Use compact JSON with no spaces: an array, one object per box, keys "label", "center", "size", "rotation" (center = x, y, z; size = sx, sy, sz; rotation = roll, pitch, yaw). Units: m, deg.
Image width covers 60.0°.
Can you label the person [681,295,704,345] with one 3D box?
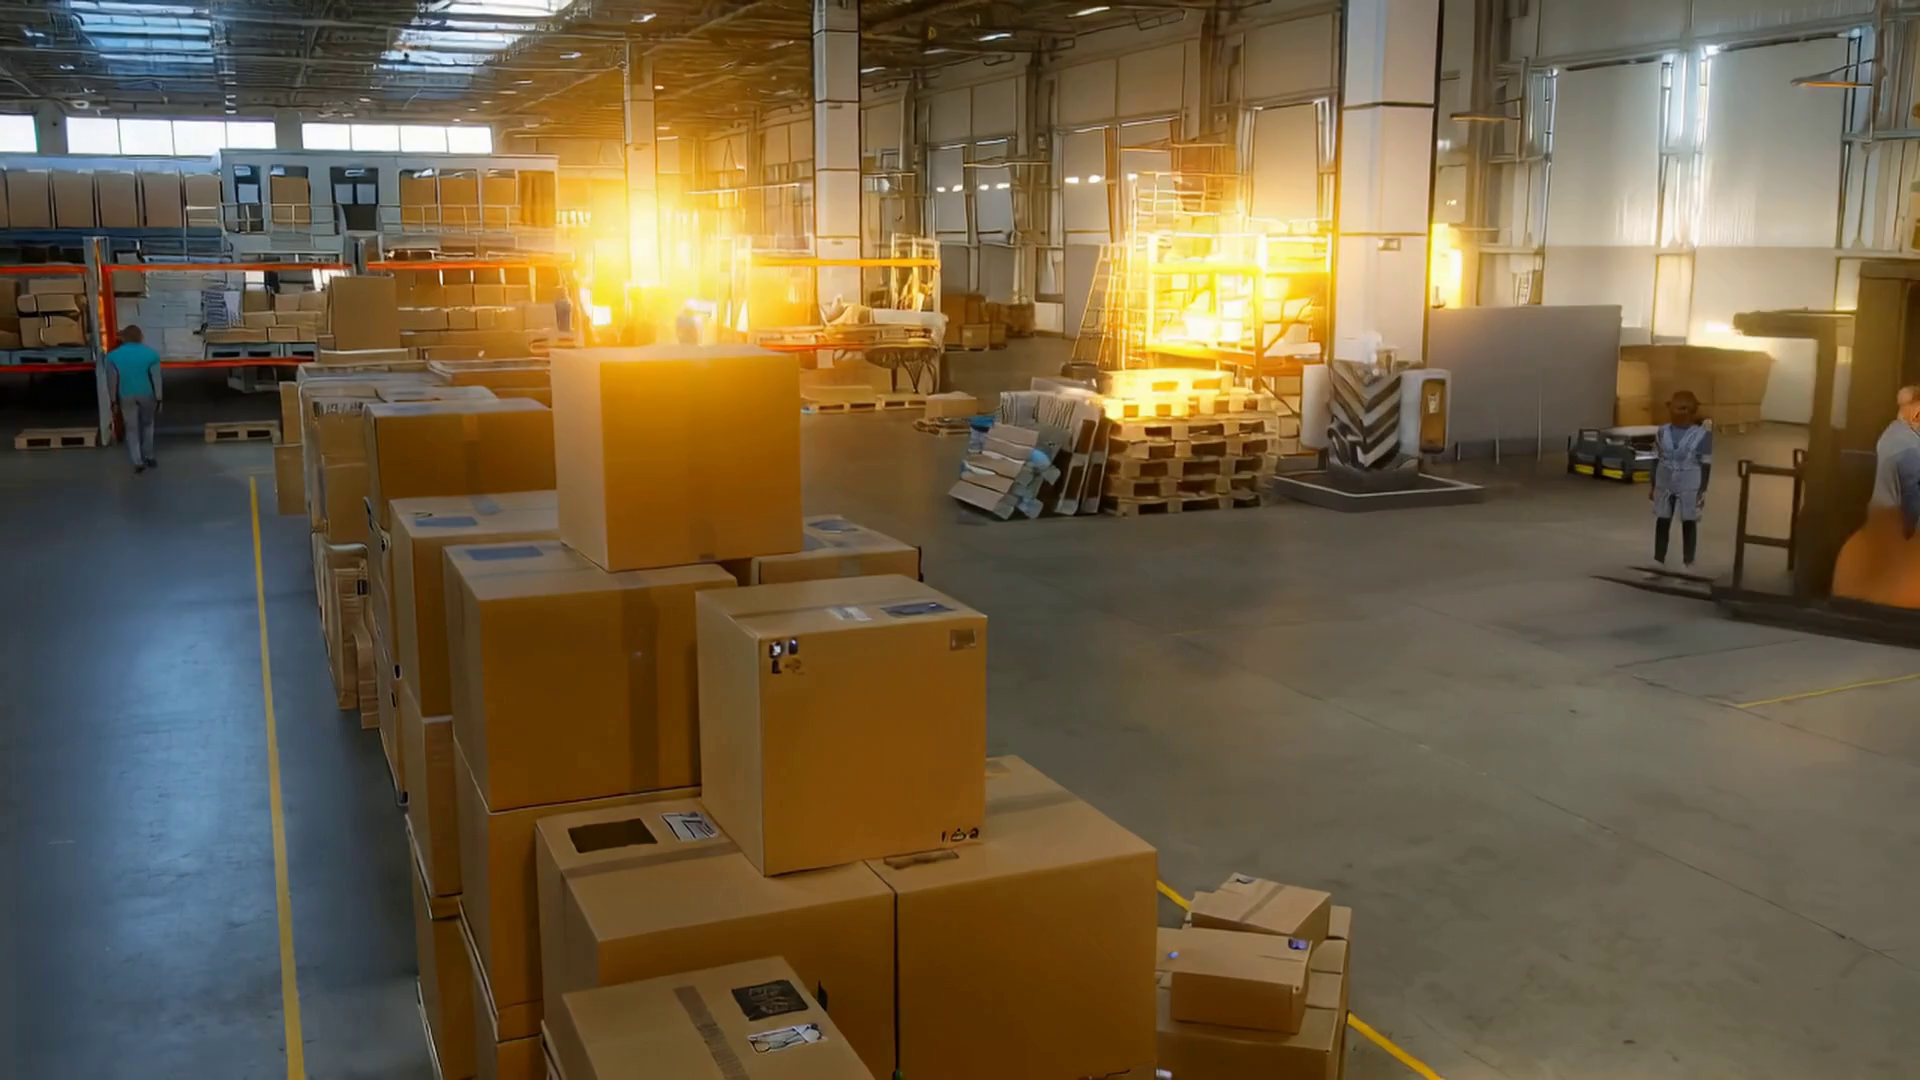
[{"label":"person","center":[-5.649,-4.234,34.962],"size":[0.628,1.814,0.694],"rotation":[9,14,41]}]

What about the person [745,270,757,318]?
[{"label":"person","center":[-7.922,-9.280,62.715],"size":[0.429,1.838,0.621],"rotation":[5,11,26]}]

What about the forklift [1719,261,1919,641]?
[{"label":"forklift","center":[7.054,-0.711,12.605],"size":[1.129,2.768,1.873],"rotation":[-9,13,-40]}]

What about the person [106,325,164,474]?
[{"label":"person","center":[-10.664,-1.836,21.539],"size":[0.656,1.883,1.005],"rotation":[-4,11,-20]}]

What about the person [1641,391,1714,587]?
[{"label":"person","center":[6.231,-0.449,14.420],"size":[0.322,1.697,0.533],"rotation":[-9,14,-41]}]

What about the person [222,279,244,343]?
[{"label":"person","center":[-20.408,-6.391,46.740],"size":[0.515,1.849,0.553],"rotation":[9,13,39]}]

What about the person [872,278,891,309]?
[{"label":"person","center":[-2.223,-6.462,47.011],"size":[0.597,1.900,0.825],"rotation":[4,11,21]}]

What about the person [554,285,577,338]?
[{"label":"person","center":[-9.246,-4.999,38.903],"size":[0.671,1.924,0.632],"rotation":[6,12,29]}]

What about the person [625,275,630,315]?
[{"label":"person","center":[-12.757,-9.738,64.952],"size":[0.609,1.940,0.414],"rotation":[2,11,13]}]

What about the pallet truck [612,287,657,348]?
[{"label":"pallet truck","center":[-6.464,-4.406,35.401],"size":[0.823,1.965,1.885],"rotation":[6,12,32]}]

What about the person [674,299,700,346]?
[{"label":"person","center":[-5.099,-3.535,30.887],"size":[0.637,1.884,0.530],"rotation":[9,14,40]}]

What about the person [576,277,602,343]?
[{"label":"person","center":[-10.743,-6.585,47.731],"size":[0.547,1.884,0.996],"rotation":[6,12,31]}]

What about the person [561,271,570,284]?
[{"label":"person","center":[-14.991,-9.329,63.233],"size":[0.310,1.744,0.486],"rotation":[3,11,15]}]

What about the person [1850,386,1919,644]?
[{"label":"person","center":[6.924,-0.185,12.352],"size":[0.372,1.927,0.635],"rotation":[1,10,4]}]

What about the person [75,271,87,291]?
[{"label":"person","center":[-28.951,-7.916,54.833],"size":[0.603,1.967,0.368],"rotation":[10,14,44]}]
